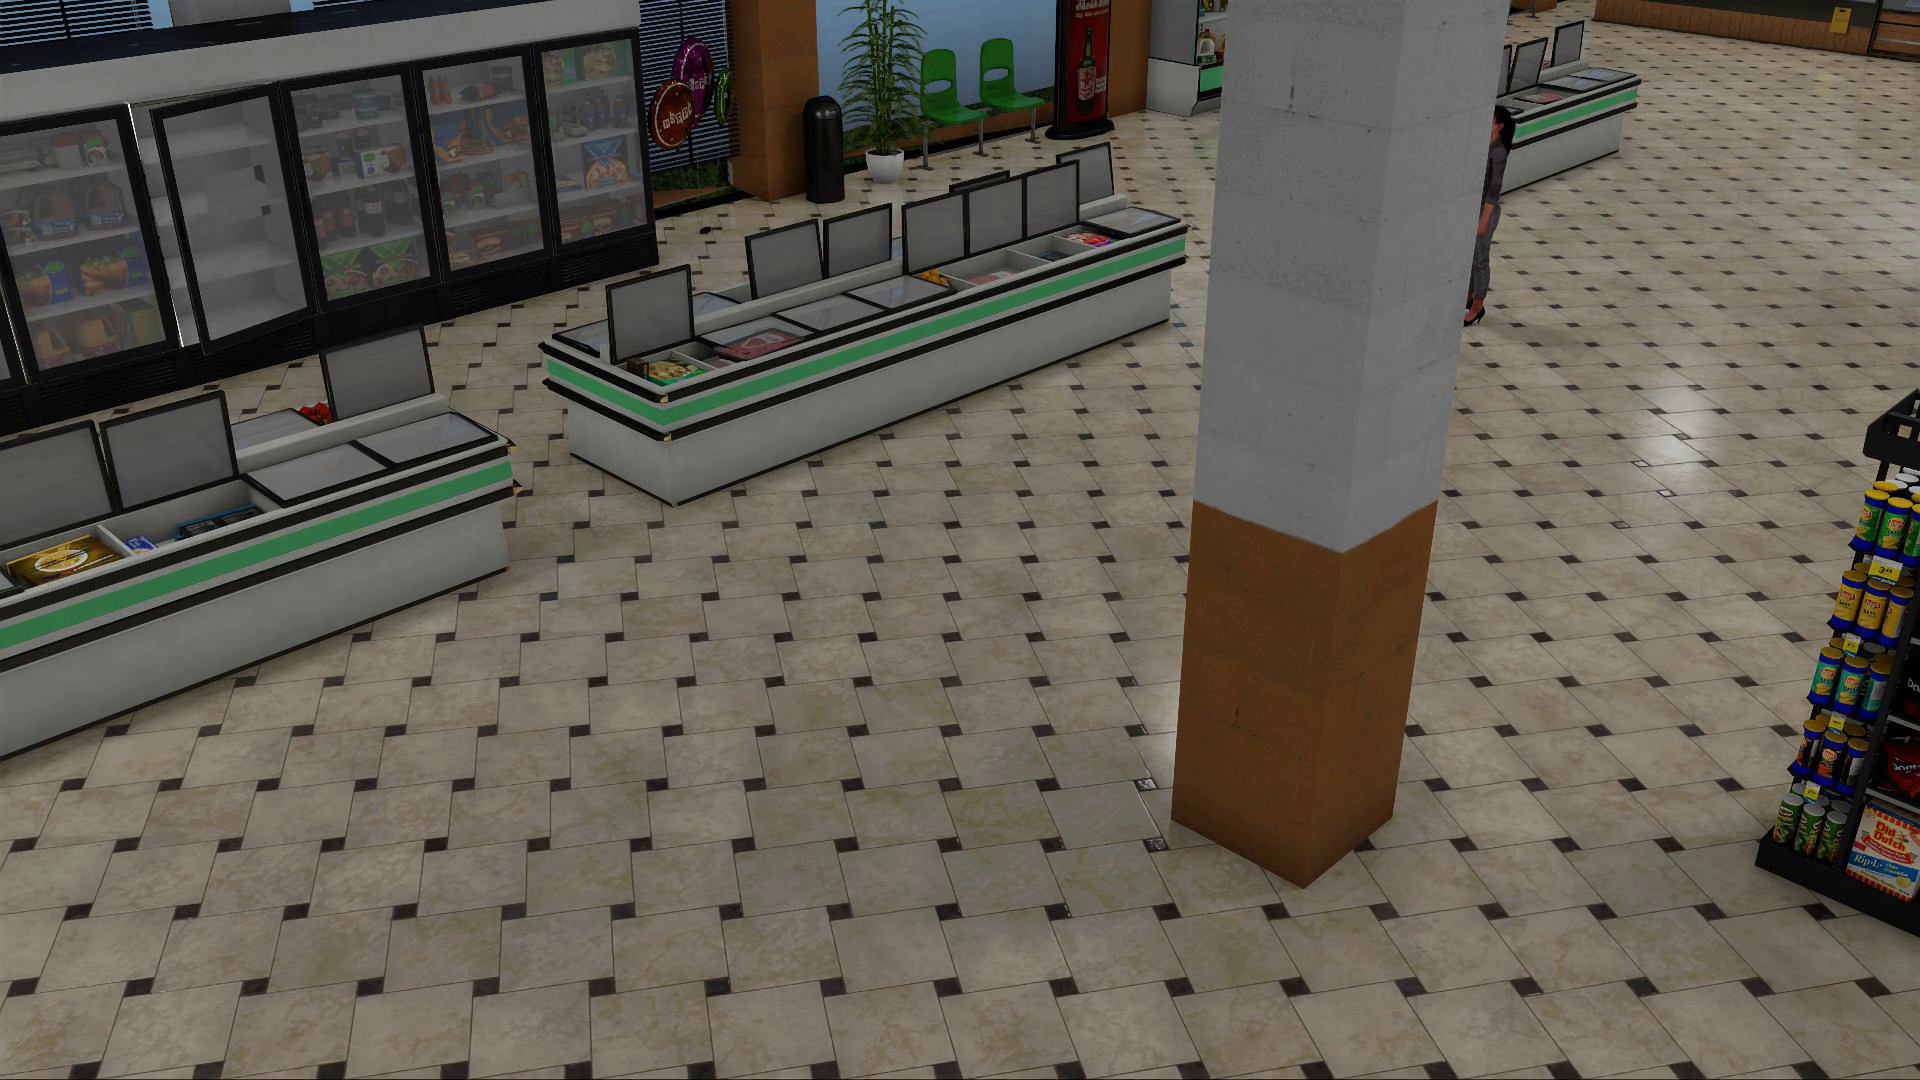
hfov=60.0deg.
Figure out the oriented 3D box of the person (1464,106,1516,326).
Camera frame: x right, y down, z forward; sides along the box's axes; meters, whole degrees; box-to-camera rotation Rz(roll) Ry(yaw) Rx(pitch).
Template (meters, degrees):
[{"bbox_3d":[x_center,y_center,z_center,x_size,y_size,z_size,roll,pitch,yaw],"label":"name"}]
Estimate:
[{"bbox_3d":[4.016,-2.501,12.805,0.781,1.678,0.725,-1,27,-2],"label":"person"}]
